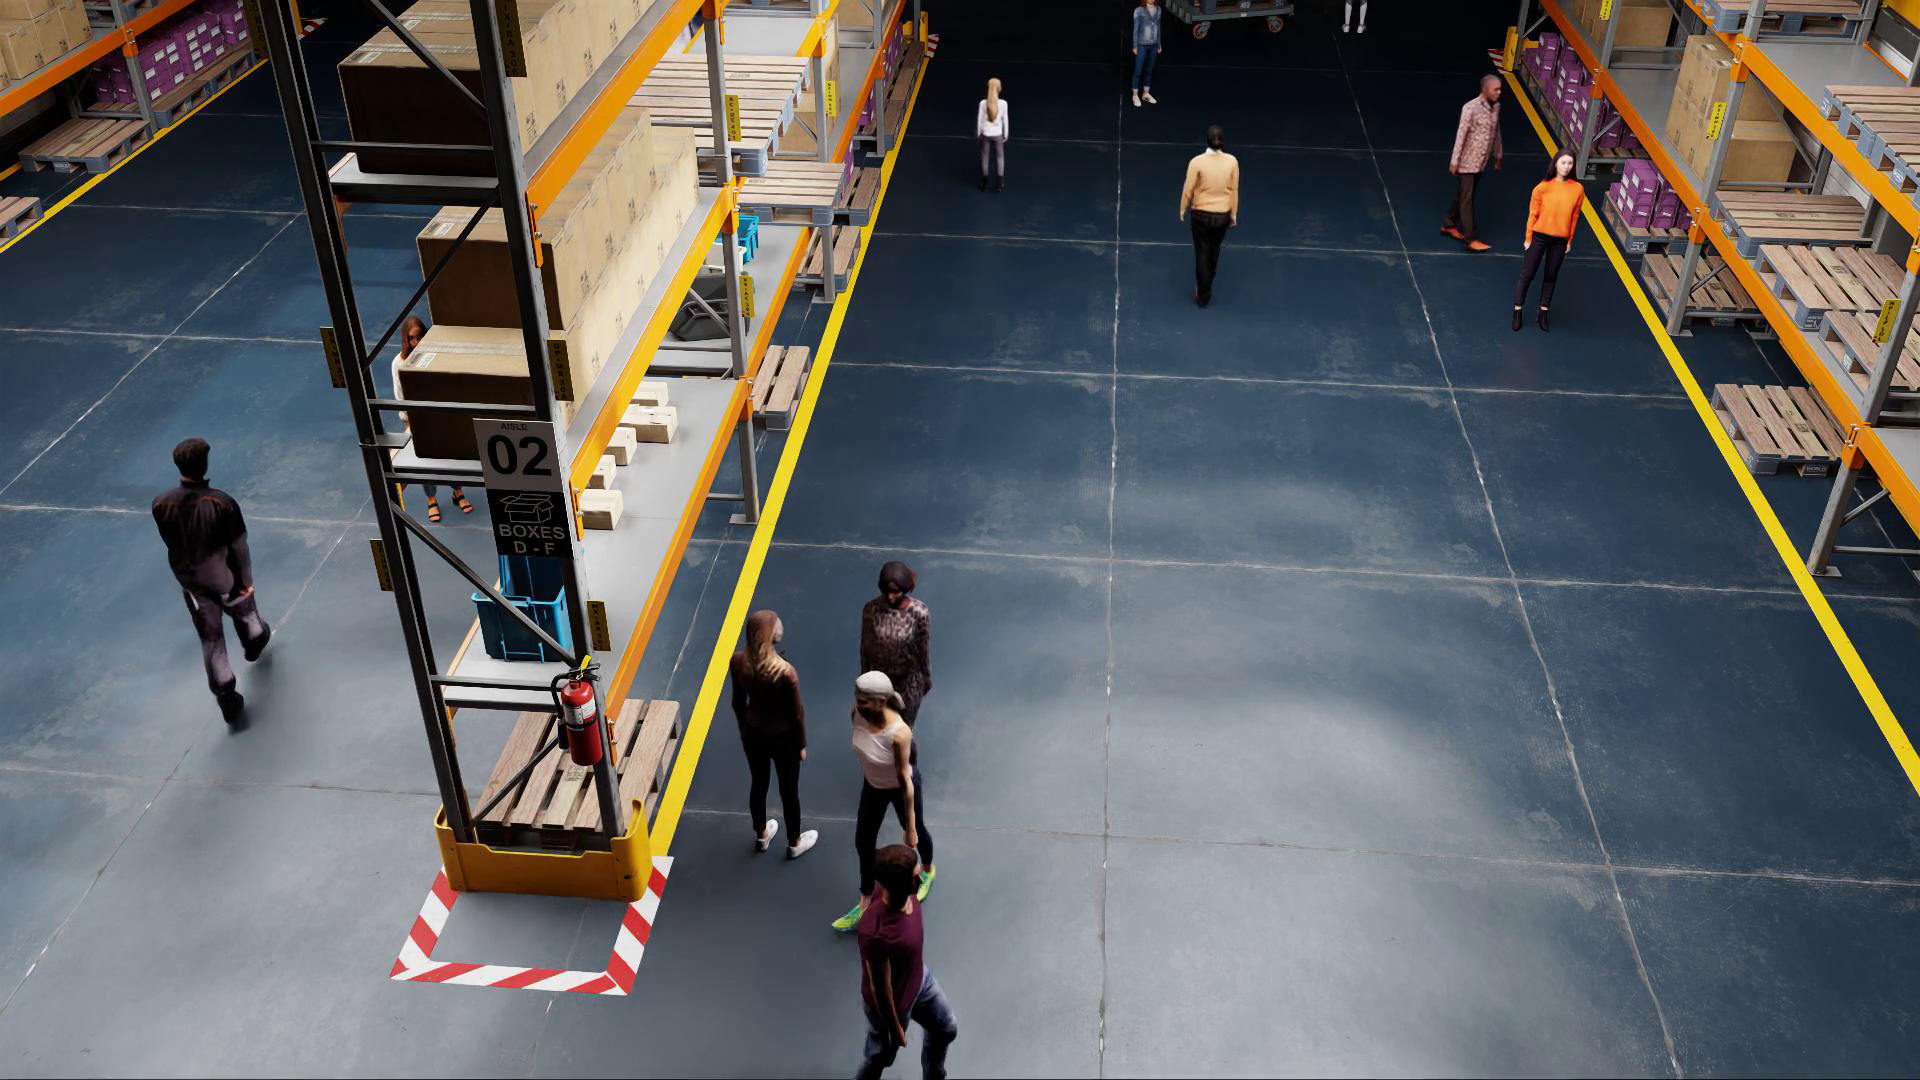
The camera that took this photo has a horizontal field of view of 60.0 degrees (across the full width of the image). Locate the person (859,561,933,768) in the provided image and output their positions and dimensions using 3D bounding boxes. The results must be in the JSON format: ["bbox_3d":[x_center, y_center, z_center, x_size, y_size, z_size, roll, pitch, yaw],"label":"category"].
[{"bbox_3d":[-0.345,0.792,10.134,0.656,1.697,0.738,14,36,20],"label":"person"}]

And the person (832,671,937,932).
[{"bbox_3d":[-0.331,1.369,9.288,1.078,1.672,1.159,26,41,33],"label":"person"}]

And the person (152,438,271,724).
[{"bbox_3d":[-4.837,0.308,10.699,0.914,1.877,1.310,-5,34,-7],"label":"person"}]

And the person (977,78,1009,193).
[{"bbox_3d":[0.342,-4.492,18.462,0.500,1.277,0.532,1,34,2],"label":"person"}]

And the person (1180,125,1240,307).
[{"bbox_3d":[2.411,-3.066,15.902,0.794,1.737,0.951,-4,34,-6],"label":"person"}]

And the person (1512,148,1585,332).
[{"bbox_3d":[5.473,-2.795,15.486,0.604,1.746,0.542,3,34,4],"label":"person"}]

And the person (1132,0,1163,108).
[{"bbox_3d":[2.336,-6.225,20.889,0.641,1.477,0.661,-16,37,-23],"label":"person"}]

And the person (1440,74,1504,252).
[{"bbox_3d":[5.234,-3.931,17.162,1.070,1.782,1.148,-21,39,-29],"label":"person"}]

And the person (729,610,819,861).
[{"bbox_3d":[-1.098,1.138,9.608,0.660,1.702,0.621,14,36,21],"label":"person"}]

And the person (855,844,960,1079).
[{"bbox_3d":[-0.386,2.128,8.002,0.865,1.833,0.857,11,35,16],"label":"person"}]

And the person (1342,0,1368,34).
[{"bbox_3d":[5.625,-8.012,23.373,0.589,1.704,0.590,8,34,12],"label":"person"}]

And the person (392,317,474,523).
[{"bbox_3d":[-4.062,-0.948,12.764,0.698,1.683,0.720,-17,37,-24],"label":"person"}]
